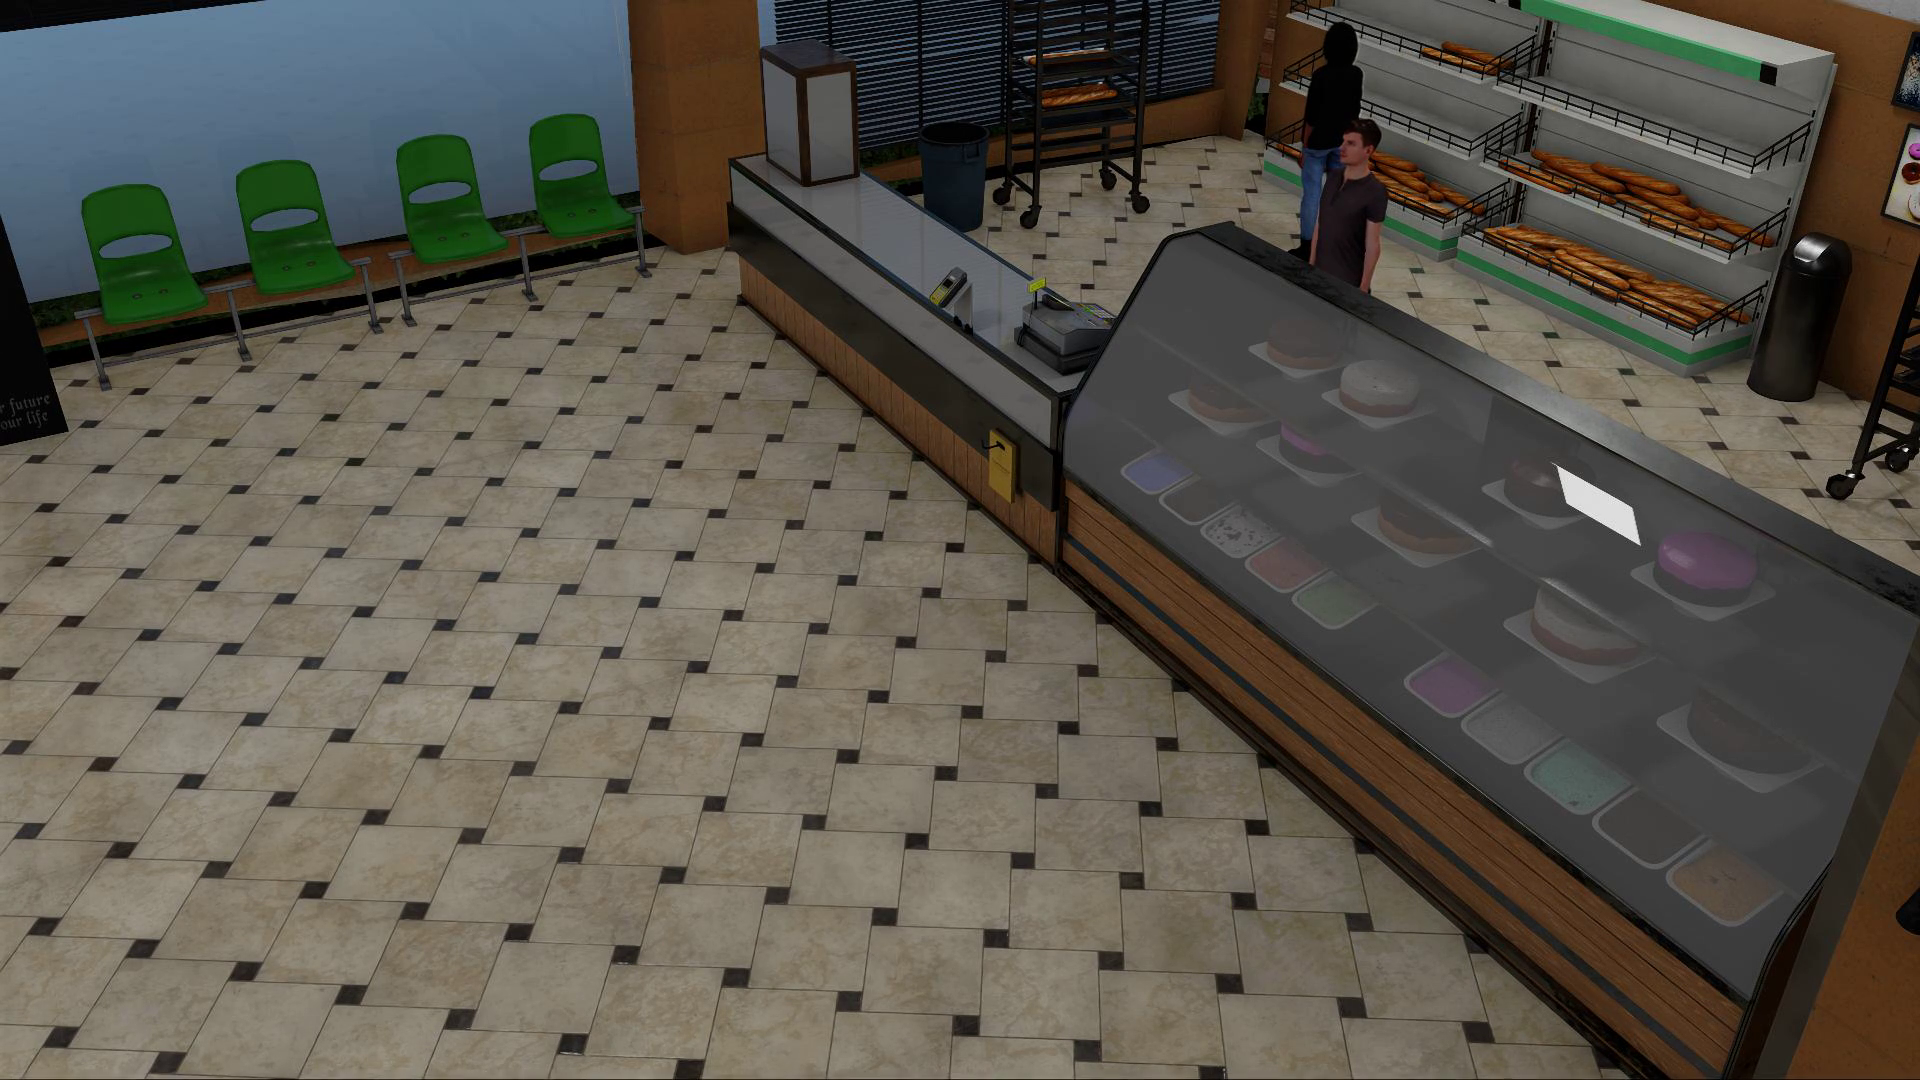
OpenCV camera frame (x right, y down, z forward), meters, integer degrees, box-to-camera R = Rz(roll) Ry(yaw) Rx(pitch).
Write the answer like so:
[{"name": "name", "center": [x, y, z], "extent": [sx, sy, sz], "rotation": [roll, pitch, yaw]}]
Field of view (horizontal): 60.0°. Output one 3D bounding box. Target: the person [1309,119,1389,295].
[{"name": "person", "center": [2.144, -1.457, 9.332], "extent": [0.524, 1.854, 0.633], "rotation": [-17, 36, -25]}]

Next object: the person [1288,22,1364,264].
[{"name": "person", "center": [2.542, -2.722, 11.510], "extent": [0.546, 1.701, 0.681], "rotation": [-9, 33, -14]}]
